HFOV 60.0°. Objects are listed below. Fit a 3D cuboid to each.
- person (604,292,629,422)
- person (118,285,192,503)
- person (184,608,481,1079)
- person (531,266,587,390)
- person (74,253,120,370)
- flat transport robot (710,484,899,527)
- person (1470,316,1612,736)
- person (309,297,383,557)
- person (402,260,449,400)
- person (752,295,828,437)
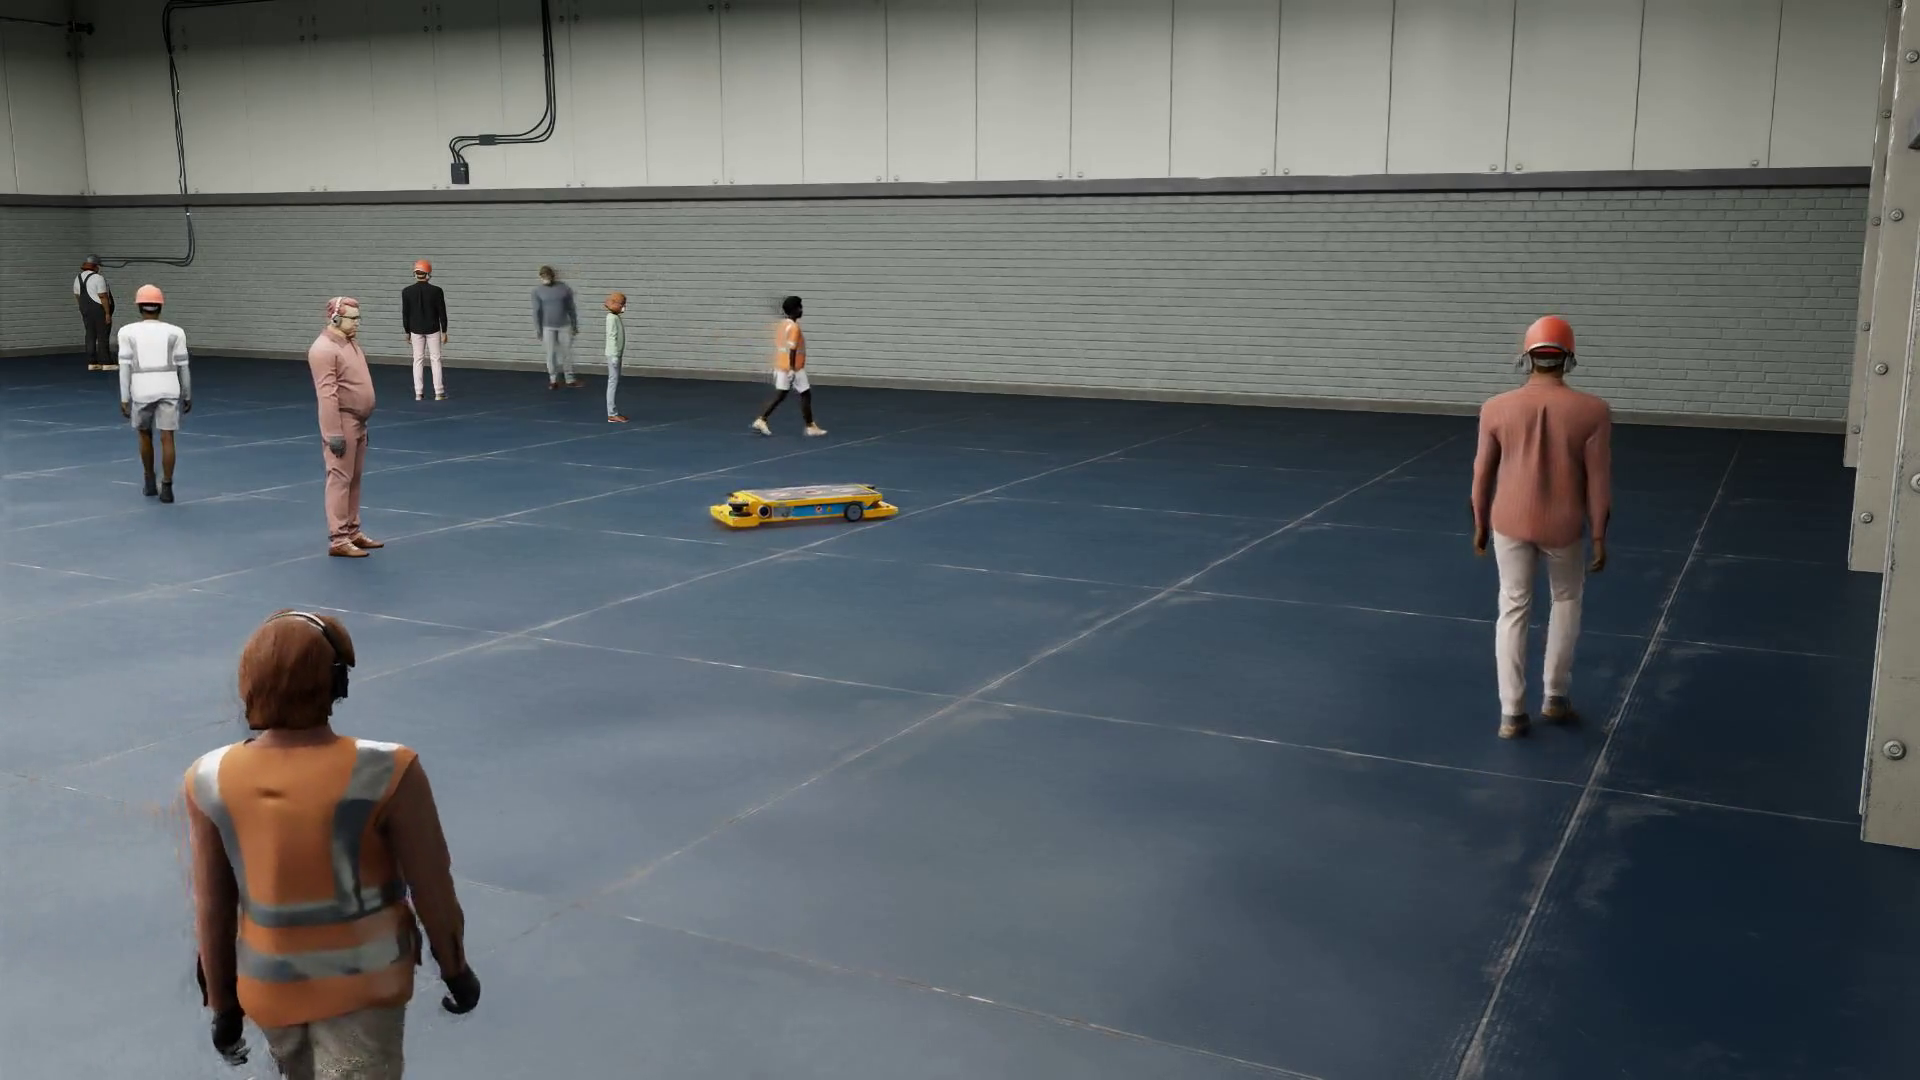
[{"bbox_3d":[-4.346,-2.311,21.057,0.287,1.632,0.503,-1,10,-5],"label":"person"},{"bbox_3d":[-7.190,-1.315,14.878,0.578,1.899,0.893,-5,12,-27],"label":"person"},{"bbox_3d":[-1.312,0.936,3.429,0.517,1.600,0.838,2,11,8],"label":"person"},{"bbox_3d":[-6.144,-3.236,25.400,0.764,1.893,0.467,-5,12,-26],"label":"person"},{"bbox_3d":[-15.079,-3.990,29.100,0.684,2.000,0.538,4,11,22],"label":"person"},{"bbox_3d":[-1.292,-0.300,13.810,1.431,0.197,0.652,-5,11,-24],"label":"flat transport robot"},{"bbox_3d":[2.785,-0.081,7.966,0.643,1.964,0.767,5,12,26],"label":"person"},{"bbox_3d":[-4.514,-0.834,12.275,0.404,1.904,0.672,-1,10,-3],"label":"person"},{"bbox_3d":[-7.631,-2.991,23.777,0.622,1.994,0.381,-1,10,-3],"label":"person"},{"bbox_3d":[-2.011,-2.020,19.391,0.855,1.661,0.535,-4,11,-20],"label":"person"}]
